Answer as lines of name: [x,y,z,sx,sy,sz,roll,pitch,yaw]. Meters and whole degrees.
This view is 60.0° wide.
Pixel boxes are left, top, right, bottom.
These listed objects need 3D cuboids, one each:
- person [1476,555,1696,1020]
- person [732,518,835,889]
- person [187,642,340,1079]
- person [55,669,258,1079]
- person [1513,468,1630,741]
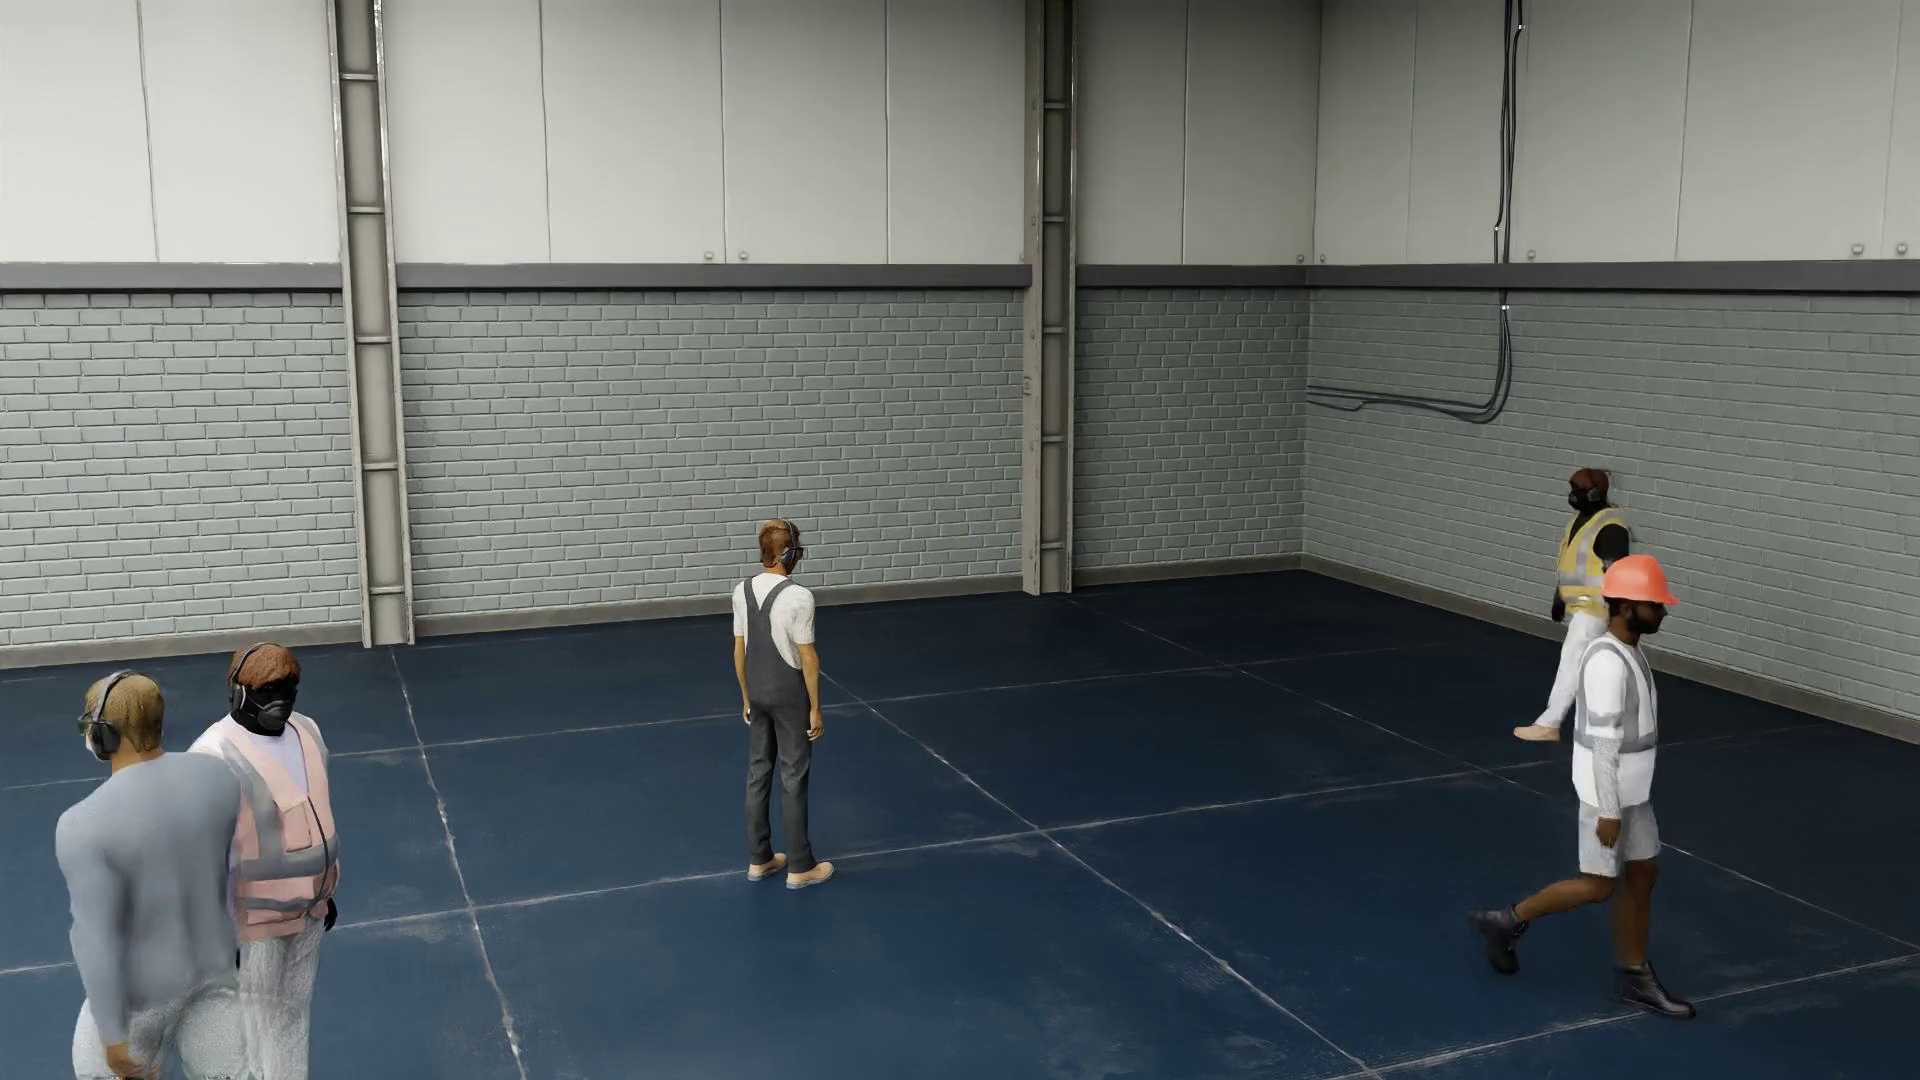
person: [2.632,0.995,6.864,0.804,1.918,0.553,6,11,35]
person: [-0.890,0.810,8.264,0.505,1.840,0.346,6,11,32]
person: [-2.288,1.242,5.550,0.430,1.841,0.624,2,9,12]
person: [-2.443,1.308,4.984,1.029,1.881,0.637,4,10,25]
person: [4.146,0.424,10.819,0.932,1.805,0.640,1,9,4]
